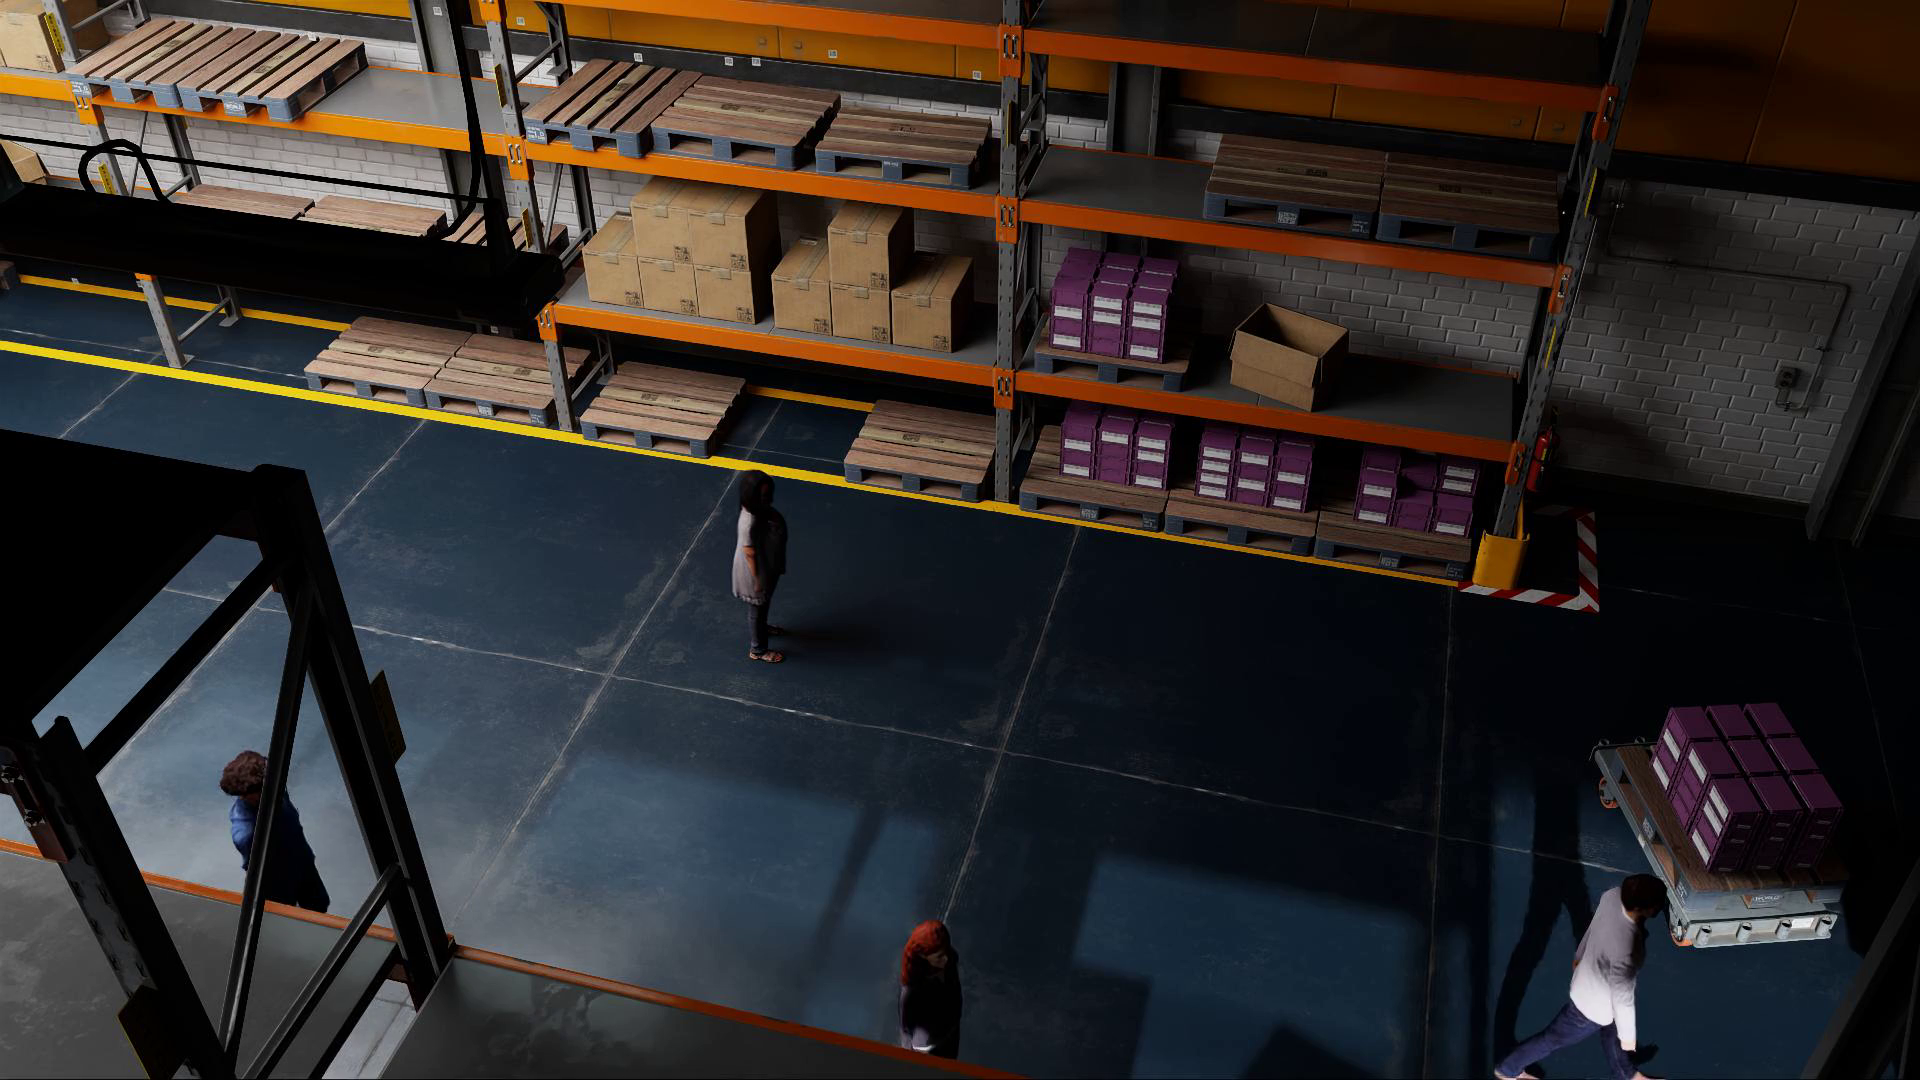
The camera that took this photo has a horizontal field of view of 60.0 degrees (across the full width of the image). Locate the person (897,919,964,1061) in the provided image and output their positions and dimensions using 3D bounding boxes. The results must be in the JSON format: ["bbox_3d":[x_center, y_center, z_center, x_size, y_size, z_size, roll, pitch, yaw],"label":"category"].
[{"bbox_3d":[-0.219,2.616,8.906,0.931,1.771,0.809,30,47,32],"label":"person"}]

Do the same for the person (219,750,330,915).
[{"bbox_3d":[-4.068,1.918,9.766,1.021,1.788,0.744,5,39,6],"label":"person"}]

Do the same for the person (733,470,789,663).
[{"bbox_3d":[-1.474,0.159,12.113,0.740,1.609,0.708,-1,39,-1],"label":"person"}]

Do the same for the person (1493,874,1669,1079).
[{"bbox_3d":[3.391,2.458,9.079,1.163,1.801,0.699,10,40,13],"label":"person"}]
